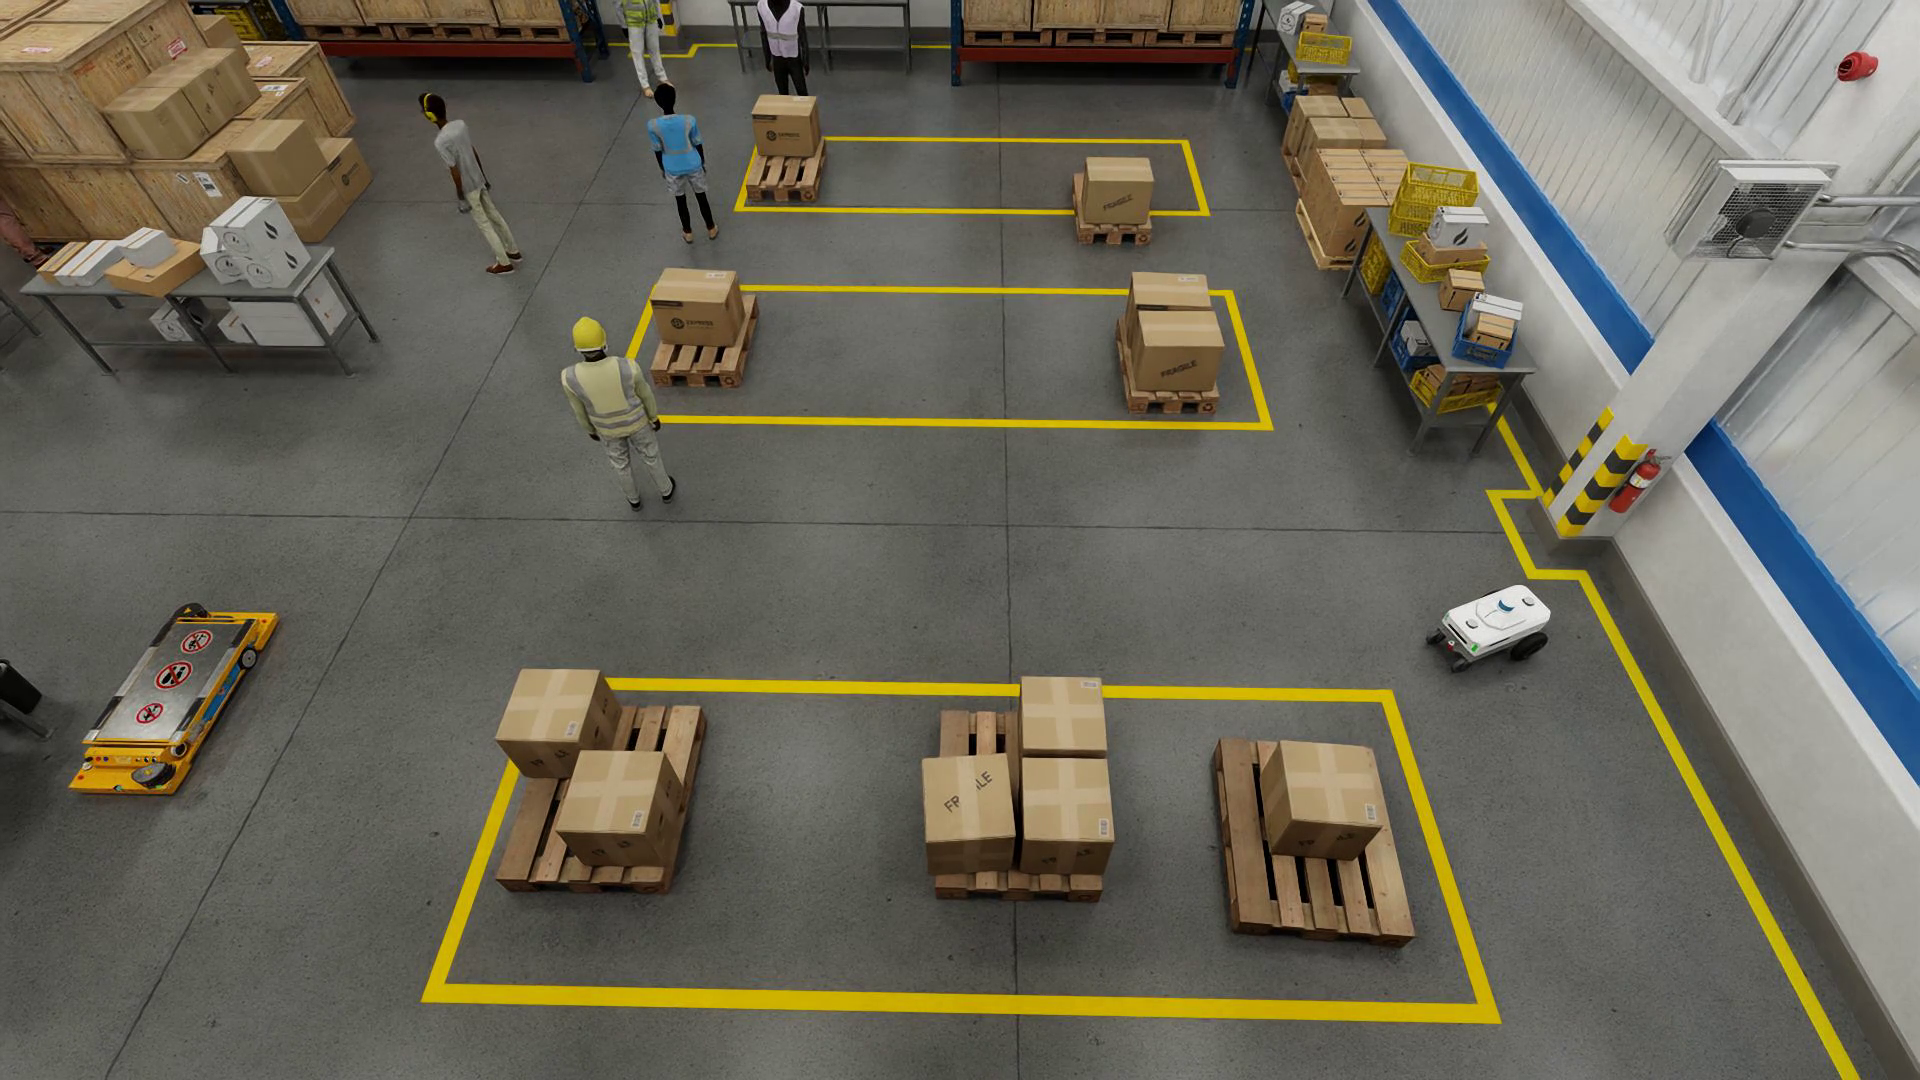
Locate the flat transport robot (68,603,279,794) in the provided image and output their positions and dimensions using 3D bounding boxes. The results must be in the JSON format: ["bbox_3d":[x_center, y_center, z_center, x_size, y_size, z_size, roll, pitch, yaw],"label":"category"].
[{"bbox_3d":[-5.504,1.072,6.442,0.652,0.197,1.431,1,50,1],"label":"flat transport robot"}]

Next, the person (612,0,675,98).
[{"bbox_3d":[-4.240,-6.905,12.171,0.429,1.844,0.627,36,59,27],"label":"person"}]

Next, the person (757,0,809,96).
[{"bbox_3d":[-2.142,-5.999,11.361,0.592,1.910,0.383,9,50,7],"label":"person"}]

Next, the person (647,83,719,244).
[{"bbox_3d":[-2.962,-3.991,9.797,0.532,1.697,0.319,-11,51,-9],"label":"person"}]

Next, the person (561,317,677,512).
[{"bbox_3d":[-2.640,-0.946,7.134,0.588,1.833,0.404,-13,51,-11],"label":"person"}]

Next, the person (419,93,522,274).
[{"bbox_3d":[-4.999,-3.607,9.364,0.310,1.864,0.534,6,50,5],"label":"person"}]

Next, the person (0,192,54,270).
[{"bbox_3d":[-10.119,-3.703,9.420,0.642,1.907,0.410,29,56,22],"label":"person"}]

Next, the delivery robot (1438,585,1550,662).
[{"bbox_3d":[3.850,0.586,6.609,0.707,0.478,0.477,-17,52,-14],"label":"delivery robot"}]
